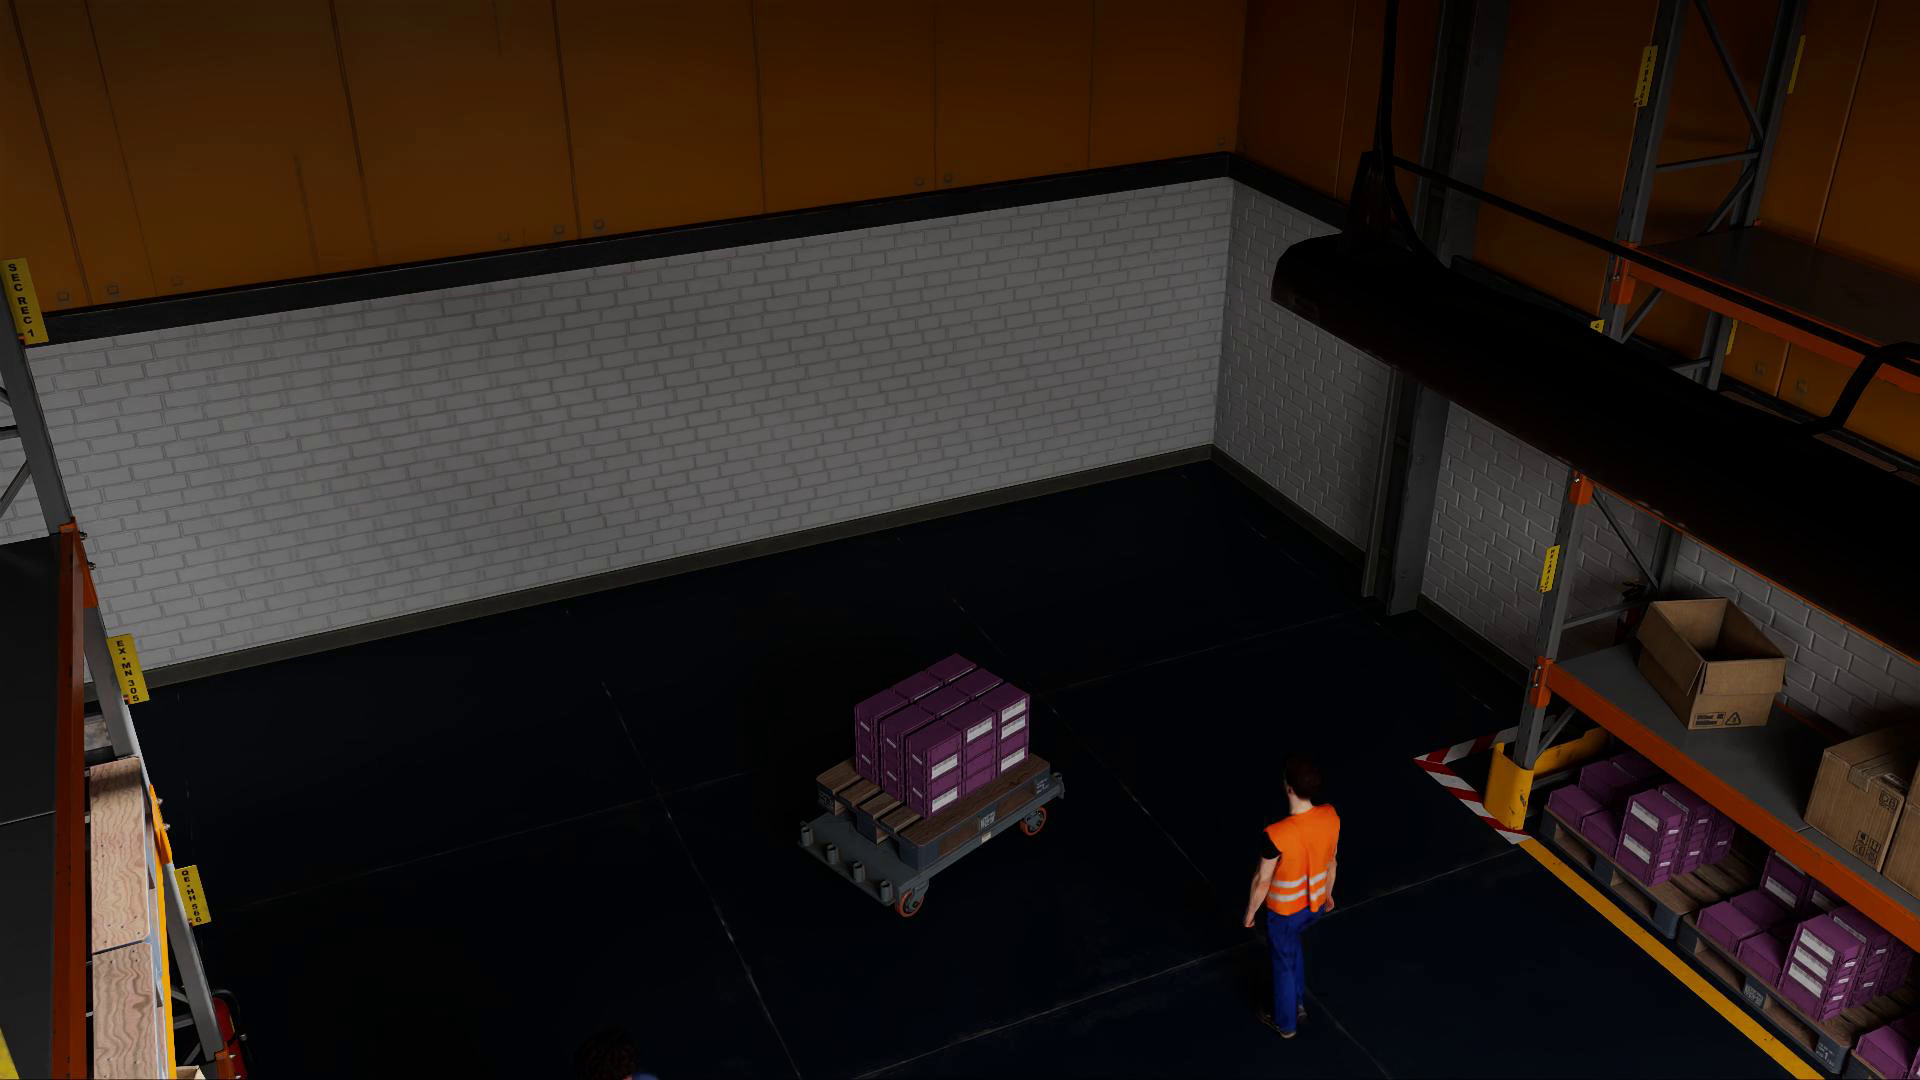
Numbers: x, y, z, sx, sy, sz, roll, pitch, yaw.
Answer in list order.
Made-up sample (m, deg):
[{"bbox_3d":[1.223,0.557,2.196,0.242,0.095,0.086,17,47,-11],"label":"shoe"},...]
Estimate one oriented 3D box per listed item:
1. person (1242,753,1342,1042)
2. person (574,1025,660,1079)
[{"bbox_3d":[1.901,2.047,9.220,0.729,1.878,0.705,-16,32,-27],"label":"person"},{"bbox_3d":[-1.595,2.929,7.715,1.228,1.771,0.993,22,36,35],"label":"person"}]
